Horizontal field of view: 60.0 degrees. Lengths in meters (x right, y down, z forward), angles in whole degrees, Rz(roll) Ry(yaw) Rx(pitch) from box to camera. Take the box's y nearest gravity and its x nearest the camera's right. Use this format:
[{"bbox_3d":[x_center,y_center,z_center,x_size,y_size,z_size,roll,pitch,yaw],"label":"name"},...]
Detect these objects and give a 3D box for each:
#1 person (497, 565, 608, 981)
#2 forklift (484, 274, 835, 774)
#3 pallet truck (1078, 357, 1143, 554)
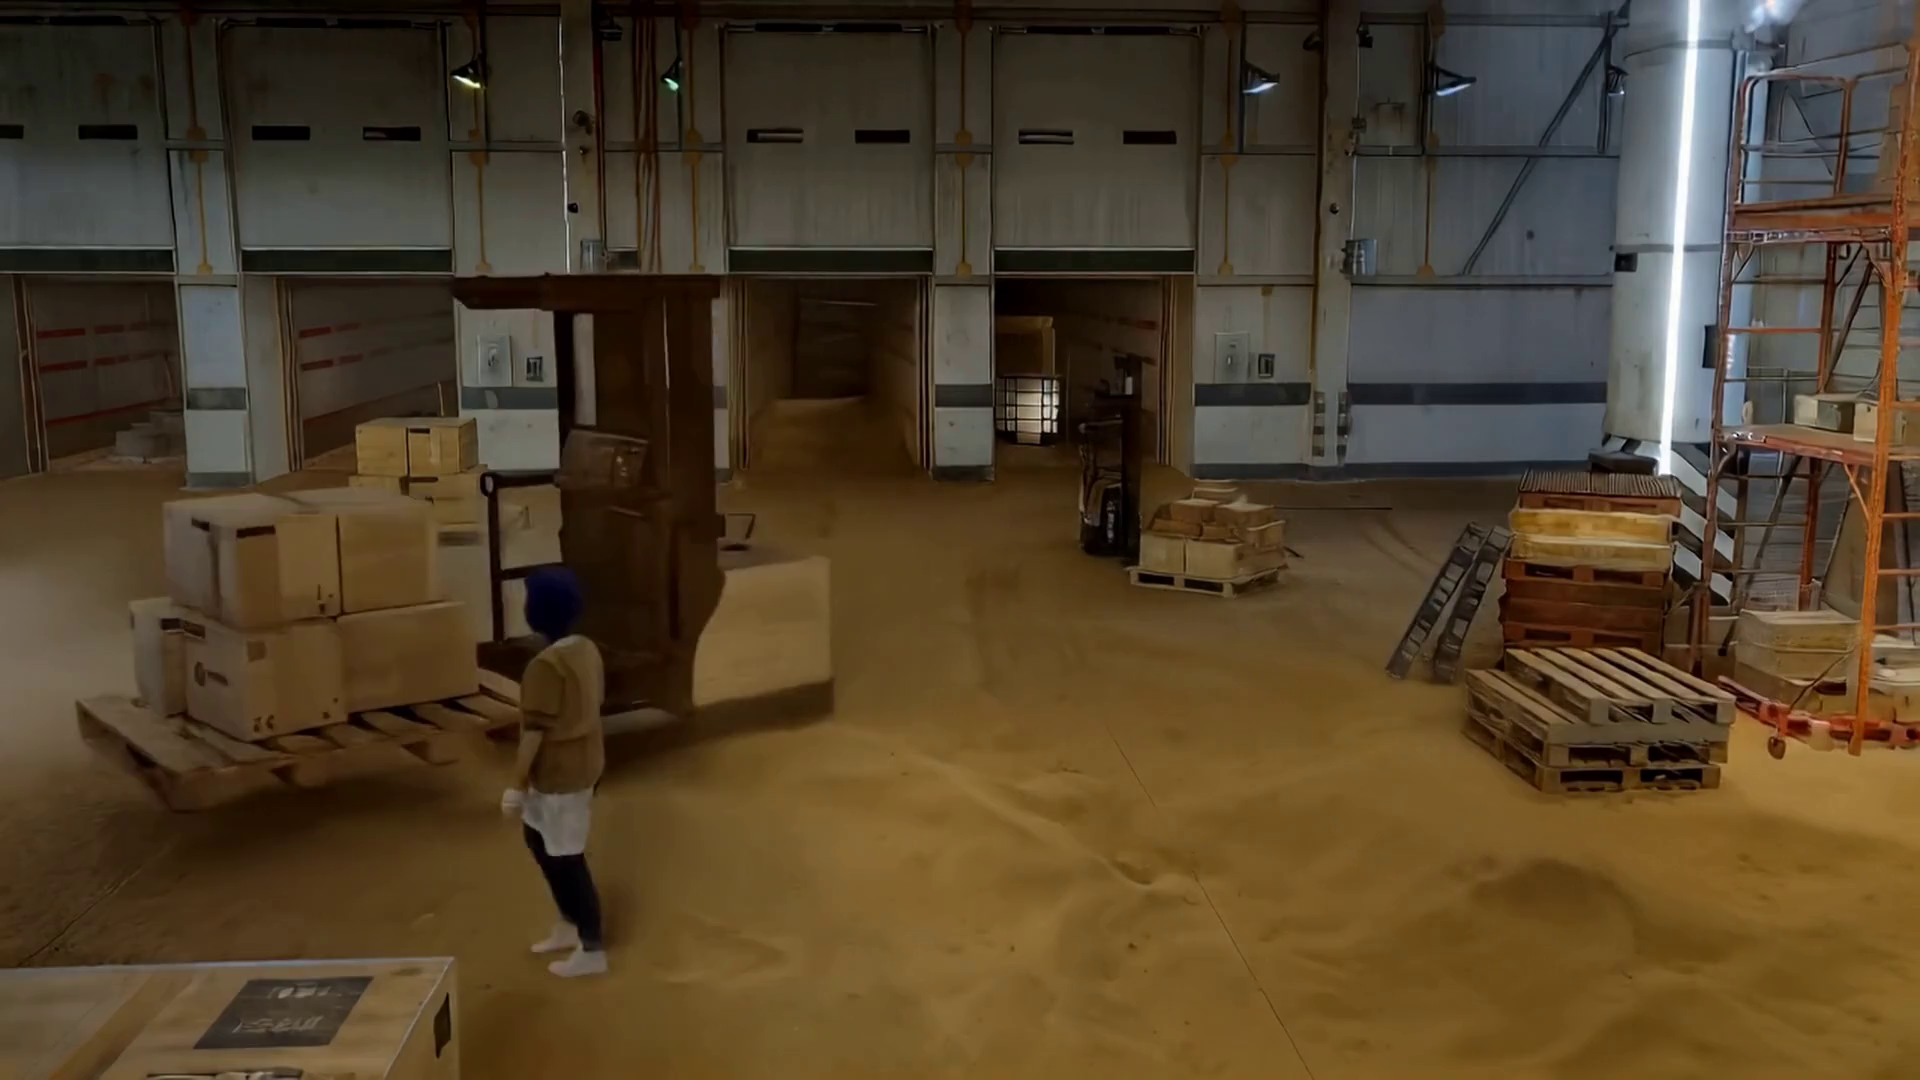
[{"bbox_3d":[-1.629,0.938,6.597,0.498,1.681,0.539,0,9,3],"label":"person"},{"bbox_3d":[-1.788,-0.194,9.965,1.873,2.768,1.129,-8,12,-41],"label":"forklift"},{"bbox_3d":[2.088,-0.836,16.757,1.885,1.965,0.823,2,9,13],"label":"pallet truck"}]
